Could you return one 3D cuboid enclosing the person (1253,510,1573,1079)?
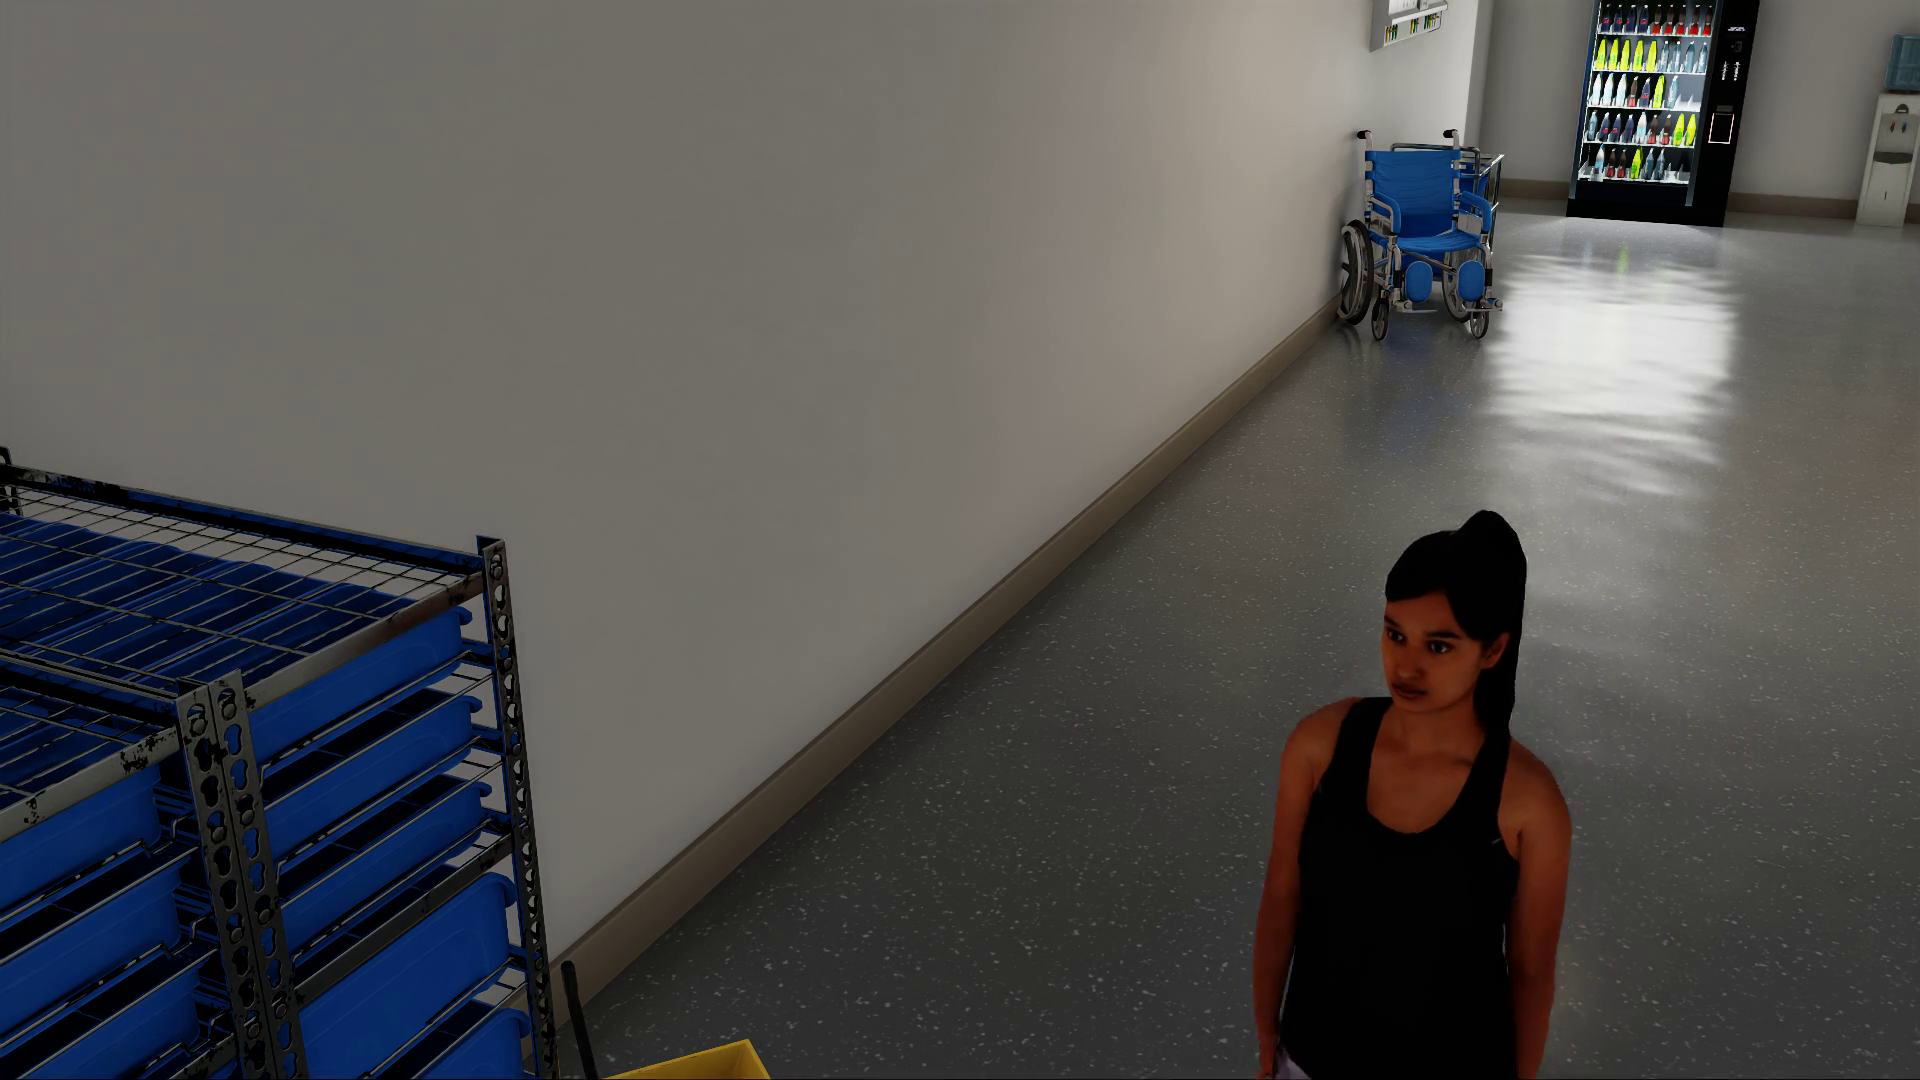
[{"bbox_3d":[0.690,0.738,2.531,0.899,1.644,0.716,13,24,30],"label":"person"}]
